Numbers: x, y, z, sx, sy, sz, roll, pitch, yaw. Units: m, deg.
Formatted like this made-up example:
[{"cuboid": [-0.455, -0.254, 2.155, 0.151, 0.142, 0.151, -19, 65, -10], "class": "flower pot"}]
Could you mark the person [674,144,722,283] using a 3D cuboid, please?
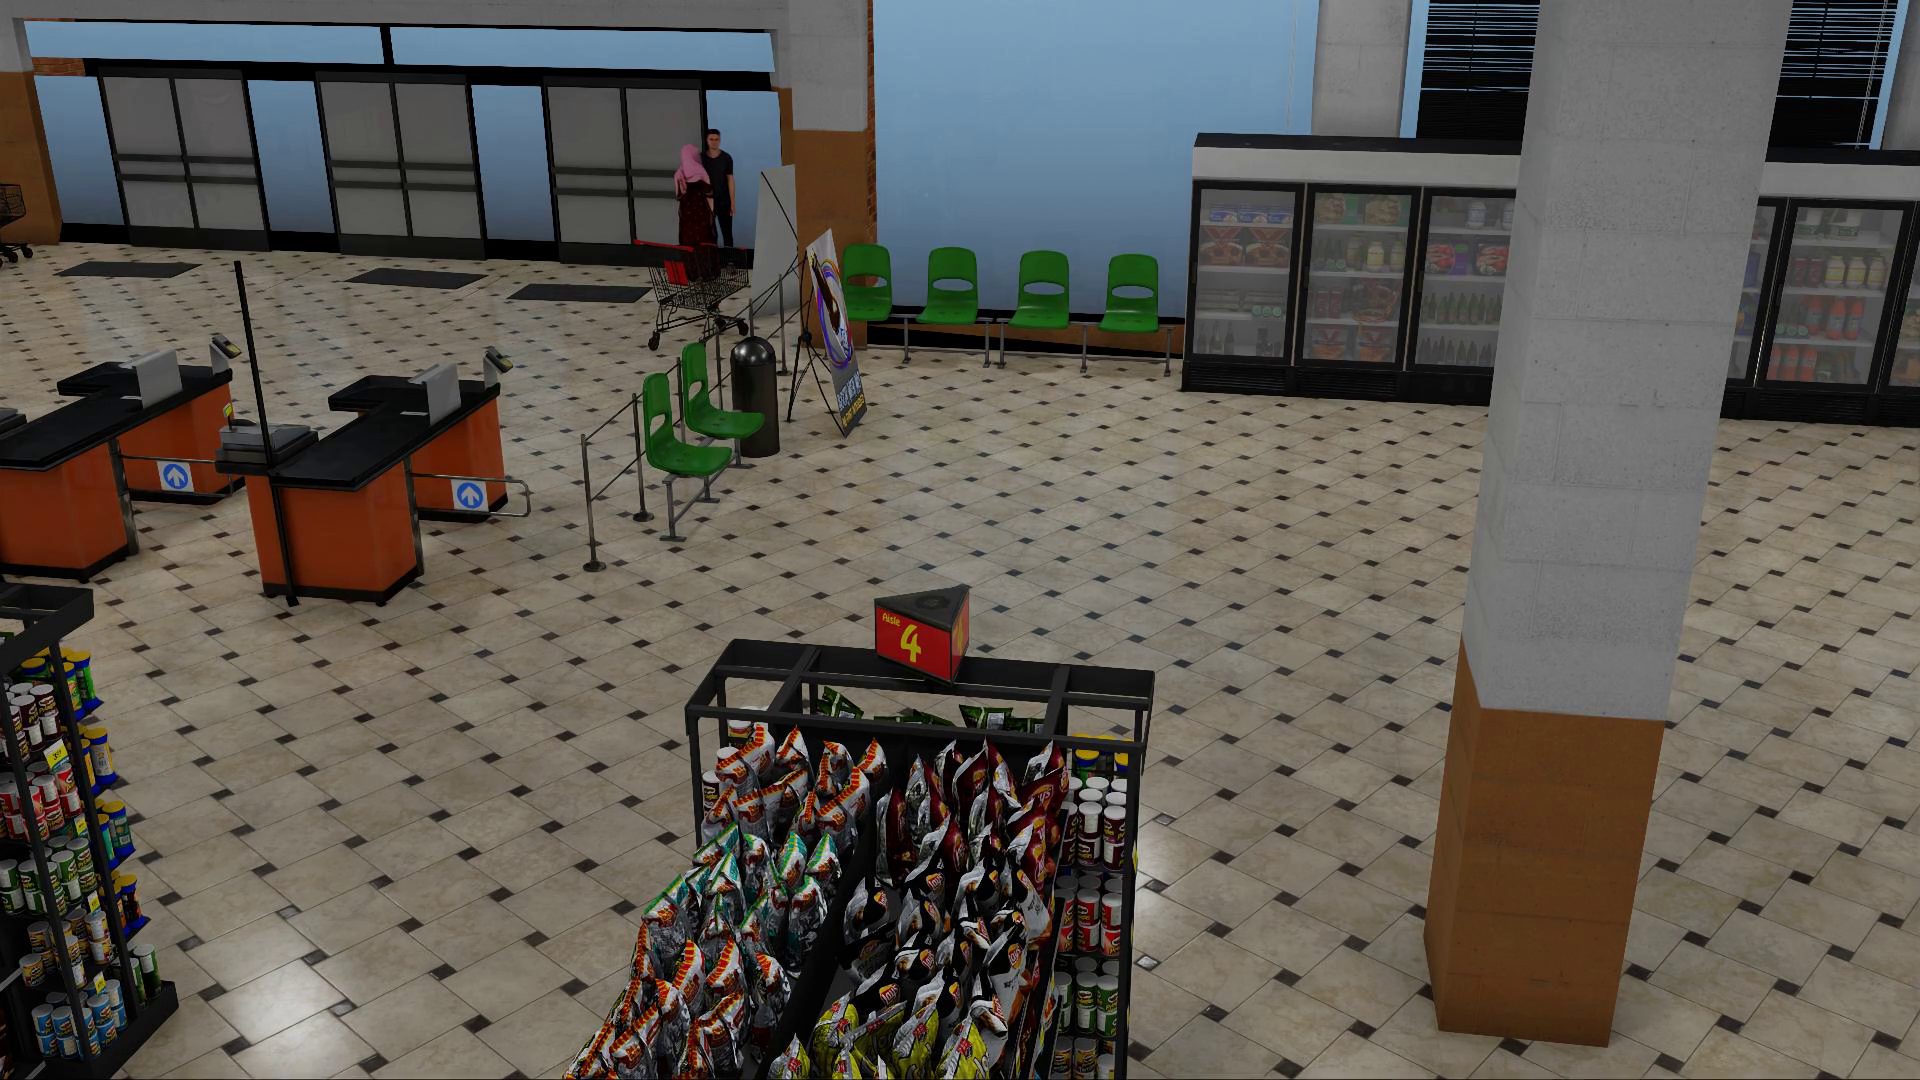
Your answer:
[{"cuboid": [-3.152, -3.902, 19.859, 0.683, 1.635, 0.626, 6, 23, 15], "class": "person"}]

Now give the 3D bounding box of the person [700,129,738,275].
[{"cuboid": [-2.956, -4.095, 20.172, 0.690, 1.760, 0.650, -4, 22, -10], "class": "person"}]
